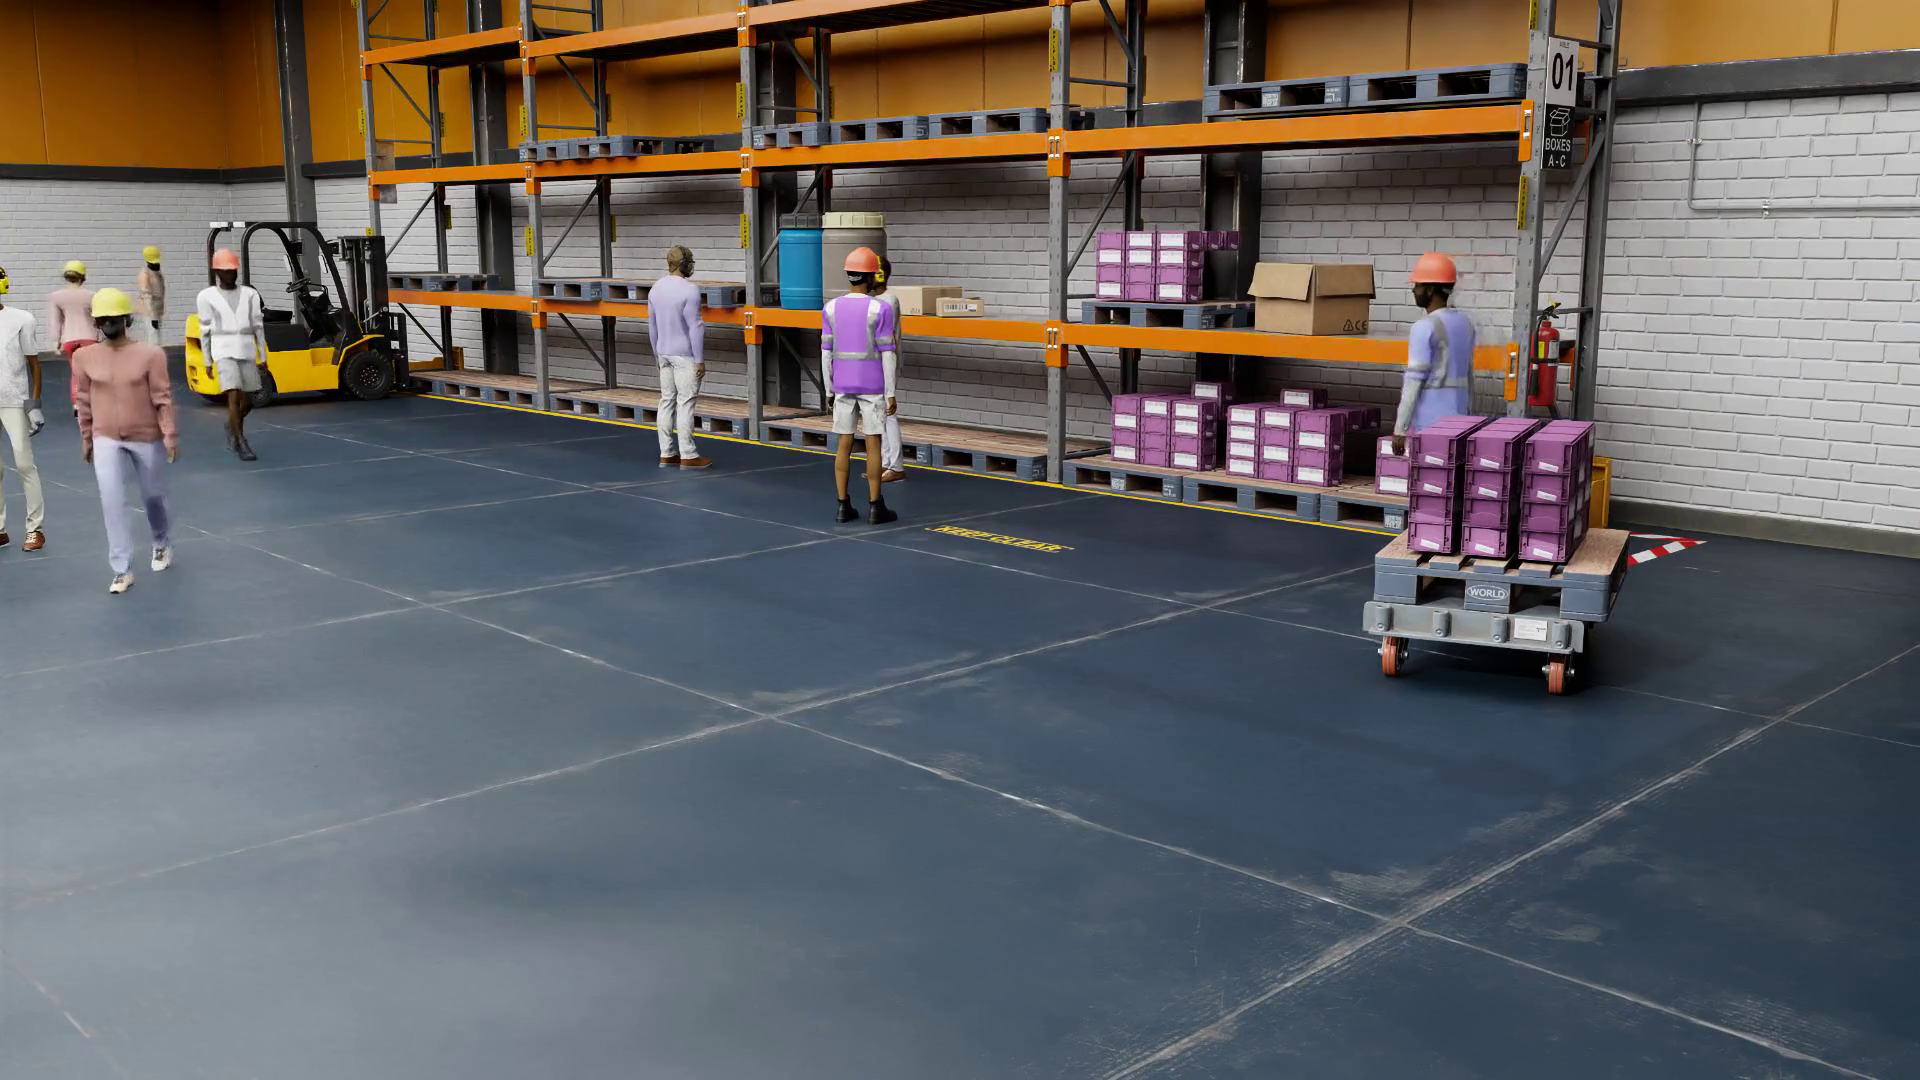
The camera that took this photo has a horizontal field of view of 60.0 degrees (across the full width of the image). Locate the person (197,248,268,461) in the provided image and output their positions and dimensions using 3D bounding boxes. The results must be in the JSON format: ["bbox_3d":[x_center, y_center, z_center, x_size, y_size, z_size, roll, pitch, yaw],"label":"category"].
[{"bbox_3d":[-6.618,-1.692,15.122,0.553,1.915,0.746,-9,14,-41],"label":"person"}]

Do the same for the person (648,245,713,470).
[{"bbox_3d":[-2.437,-1.580,14.439,0.634,1.937,0.355,9,14,40],"label":"person"}]

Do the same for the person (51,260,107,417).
[{"bbox_3d":[-9.605,-2.179,18.207,0.538,1.746,0.451,-2,11,-9],"label":"person"}]

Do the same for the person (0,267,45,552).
[{"bbox_3d":[-6.143,-0.851,10.652,0.516,1.872,0.327,-1,10,-5],"label":"person"}]

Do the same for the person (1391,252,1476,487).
[{"bbox_3d":[2.691,-0.705,9.723,0.819,1.910,0.567,10,14,44],"label":"person"}]

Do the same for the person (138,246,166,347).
[{"bbox_3d":[-11.349,-3.202,23.480,0.385,1.877,0.766,-2,11,-10],"label":"person"}]

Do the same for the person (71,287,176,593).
[{"bbox_3d":[-4.856,-0.613,9.725,0.530,1.731,0.852,-3,11,-15],"label":"person"}]

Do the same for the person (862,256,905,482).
[{"bbox_3d":[-0.631,-1.403,13.701,0.327,1.860,0.538,-3,11,-16],"label":"person"}]

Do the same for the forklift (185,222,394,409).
[{"bbox_3d":[-8.169,-2.758,20.163,2.313,2.155,1.214,-10,14,-44],"label":"forklift"}]

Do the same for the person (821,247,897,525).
[{"bbox_3d":[-0.691,-1.077,11.701,0.552,1.935,0.369,4,11,21],"label":"person"}]
